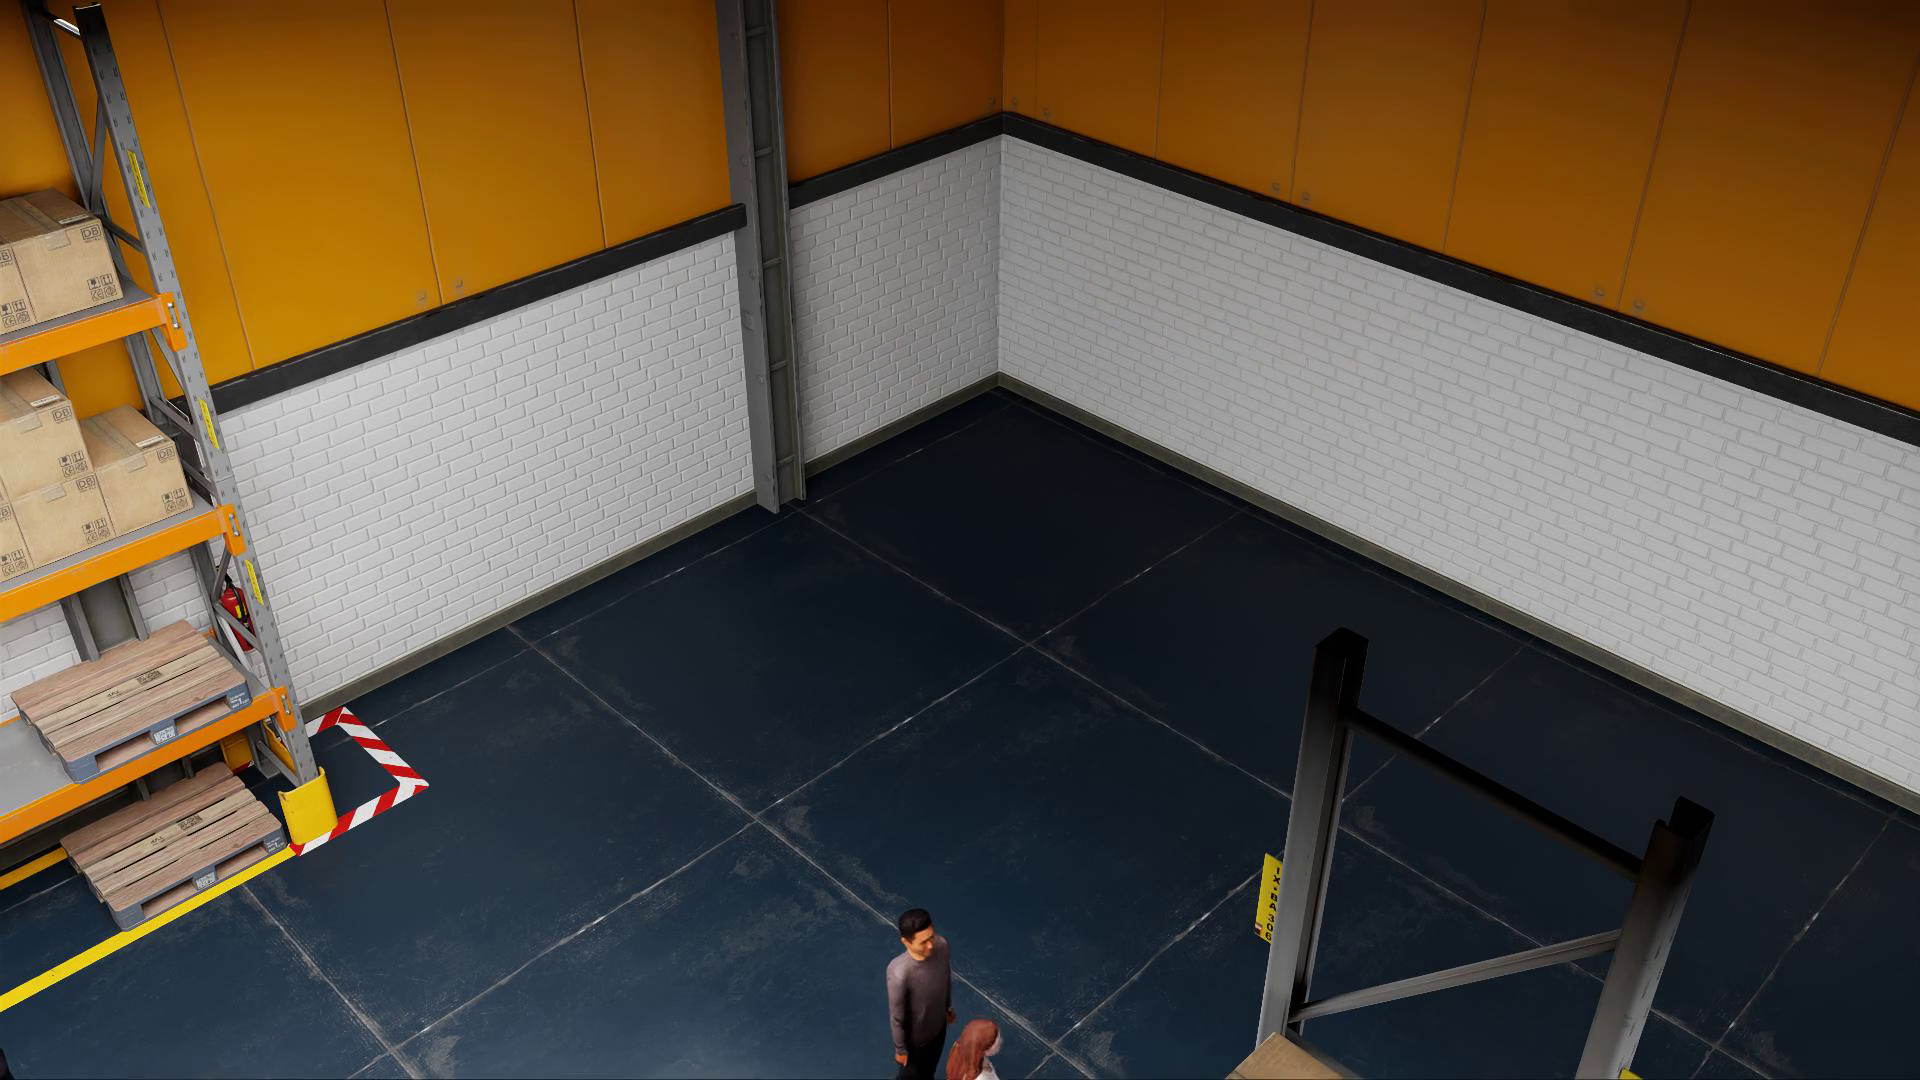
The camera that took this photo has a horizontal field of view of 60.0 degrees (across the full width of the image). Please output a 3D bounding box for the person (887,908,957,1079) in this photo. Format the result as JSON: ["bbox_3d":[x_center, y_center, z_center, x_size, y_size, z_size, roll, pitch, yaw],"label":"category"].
[{"bbox_3d":[-0.231,2.804,9.672,0.468,1.768,0.717,-10,35,-15],"label":"person"}]

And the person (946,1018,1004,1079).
[{"bbox_3d":[0.089,3.220,9.052,0.647,1.761,0.668,-13,36,-18],"label":"person"}]
